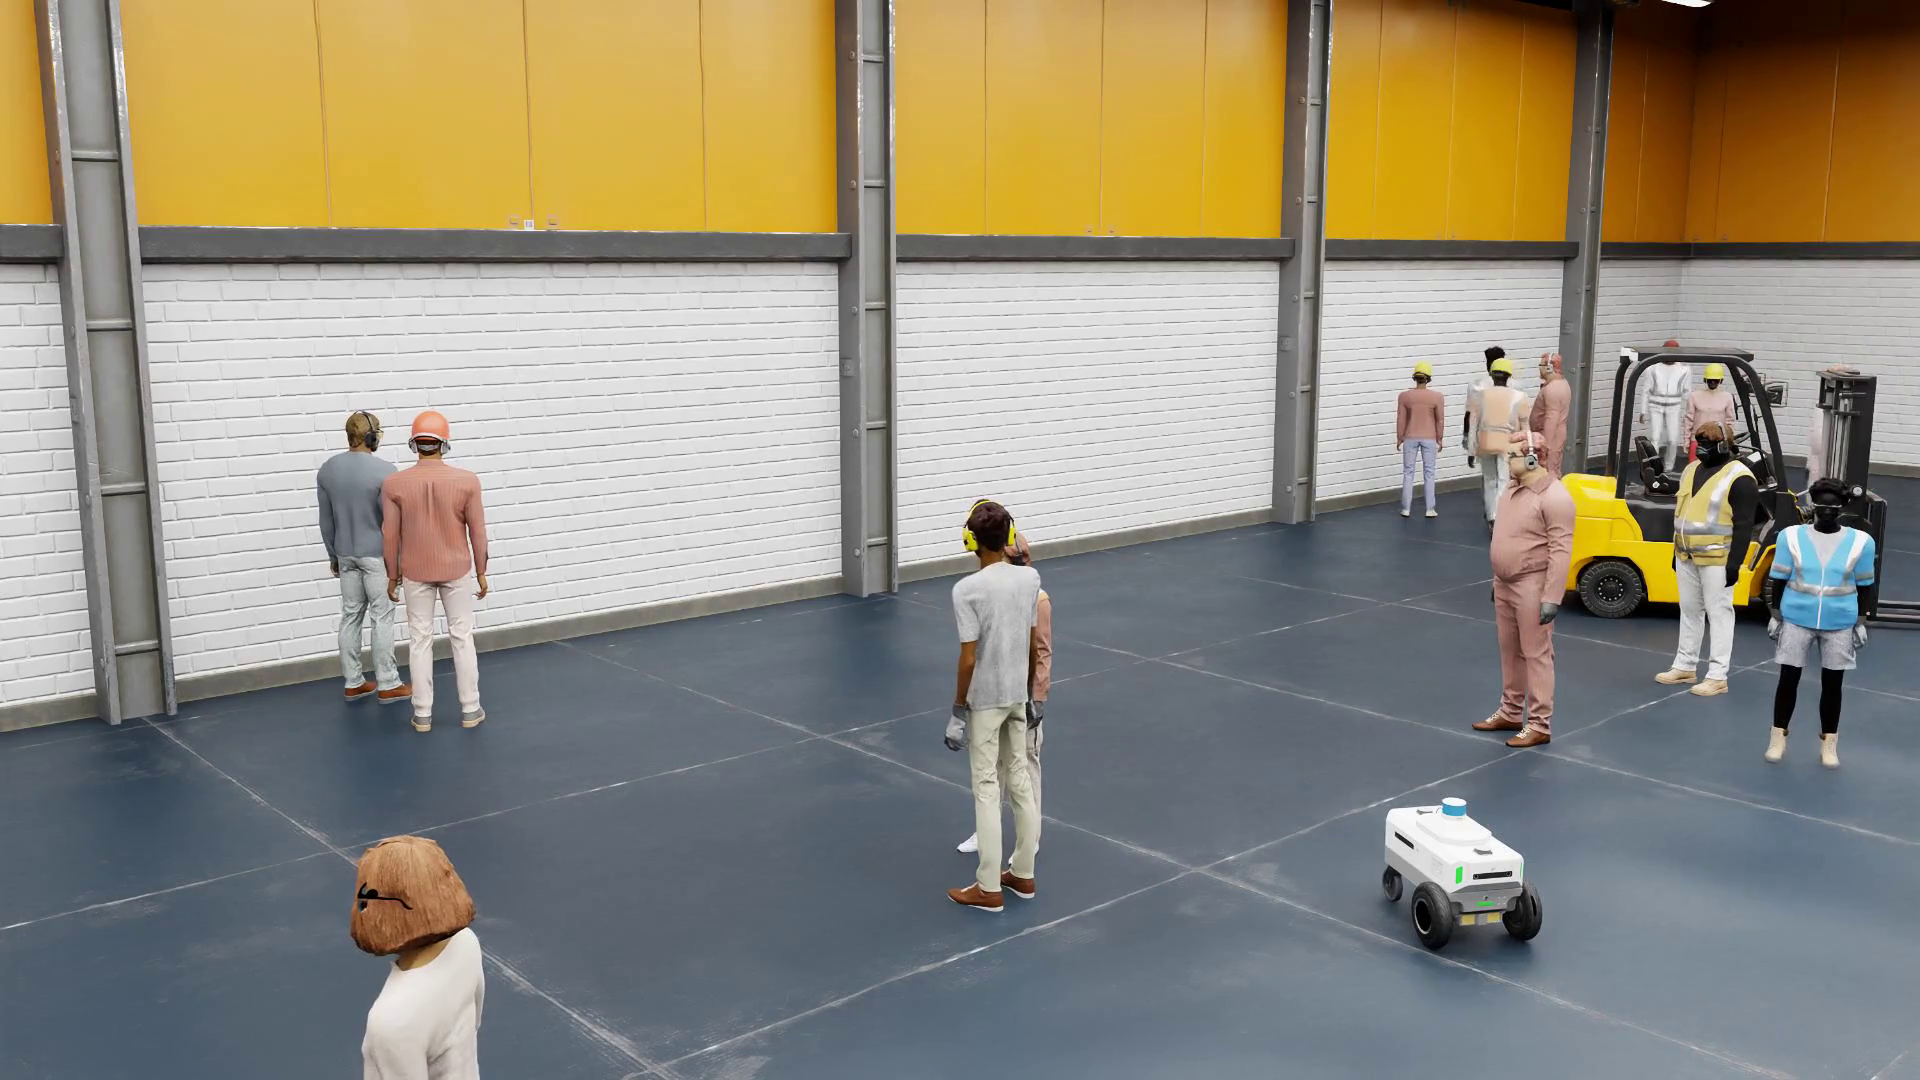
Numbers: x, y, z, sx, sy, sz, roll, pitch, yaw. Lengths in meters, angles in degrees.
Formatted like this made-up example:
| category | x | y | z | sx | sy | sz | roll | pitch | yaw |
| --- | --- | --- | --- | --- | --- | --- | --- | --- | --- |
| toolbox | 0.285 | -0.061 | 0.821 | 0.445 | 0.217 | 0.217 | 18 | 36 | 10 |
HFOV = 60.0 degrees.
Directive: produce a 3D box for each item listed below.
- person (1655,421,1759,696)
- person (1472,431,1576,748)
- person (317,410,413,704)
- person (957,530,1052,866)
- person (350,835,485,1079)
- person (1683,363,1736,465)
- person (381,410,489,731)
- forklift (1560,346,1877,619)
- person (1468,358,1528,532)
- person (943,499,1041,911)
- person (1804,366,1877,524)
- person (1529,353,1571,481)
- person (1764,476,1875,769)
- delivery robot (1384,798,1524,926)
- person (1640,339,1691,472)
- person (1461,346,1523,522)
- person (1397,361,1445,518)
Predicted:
| category | x | y | z | sx | sy | sz | roll | pitch | yaw |
| --- | --- | --- | --- | --- | --- | --- | --- | --- | --- |
| person | 5.035 | 0.118 | 11.233 | 0.429 | 1.843 | 0.629 | -3 | 10 | -18 |
| person | 3.392 | 0.291 | 10.042 | 0.403 | 1.902 | 0.651 | -2 | 10 | -13 |
| person | -3.907 | 0.115 | 10.962 | 0.635 | 1.938 | 0.354 | 3 | 10 | 19 |
| person | 0.224 | 0.754 | 8.096 | 0.514 | 1.641 | 0.309 | 8 | 12 | 39 |
| person | -1.245 | 1.477 | 3.883 | 0.285 | 1.633 | 0.497 | 0 | 10 | 2 |
| person | 8.349 | -1.095 | 18.568 | 0.522 | 1.765 | 0.317 | 4 | 11 | 24 |
| person | -3.253 | 0.192 | 10.348 | 0.622 | 1.992 | 0.393 | -3 | 10 | -16 |
| forklift | 6.109 | -0.478 | 13.691 | 2.313 | 2.155 | 1.214 | 3 | 10 | 16 |
| person | 5.622 | -0.958 | 17.453 | 0.600 | 1.884 | 0.876 | 5 | 11 | 27 |
| person | 0.143 | 0.744 | 7.506 | 0.520 | 1.865 | 0.332 | -8 | 13 | -40 |
| person | 8.509 | -0.751 | 16.239 | 0.404 | 1.881 | 0.753 | -4 | 11 | -23 |
| person | 6.365 | -1.075 | 18.025 | 0.403 | 1.906 | 0.651 | 5 | 11 | 29 |
| person | 4.938 | 0.472 | 9.575 | 0.540 | 1.696 | 0.317 | 5 | 11 | 26 |
| delivery robot | 2.165 | 1.380 | 7.327 | 0.477 | 0.478 | 0.707 | -2 | 10 | -12 |
| person | 9.199 | -1.680 | 21.696 | 0.616 | 1.864 | 0.472 | 3 | 10 | 19 |
| person | 5.924 | -1.195 | 18.619 | 0.618 | 1.929 | 0.939 | 1 | 10 | 3 |
| person | 5.182 | -1.127 | 18.739 | 0.523 | 1.769 | 0.320 | 4 | 10 | 20 |
